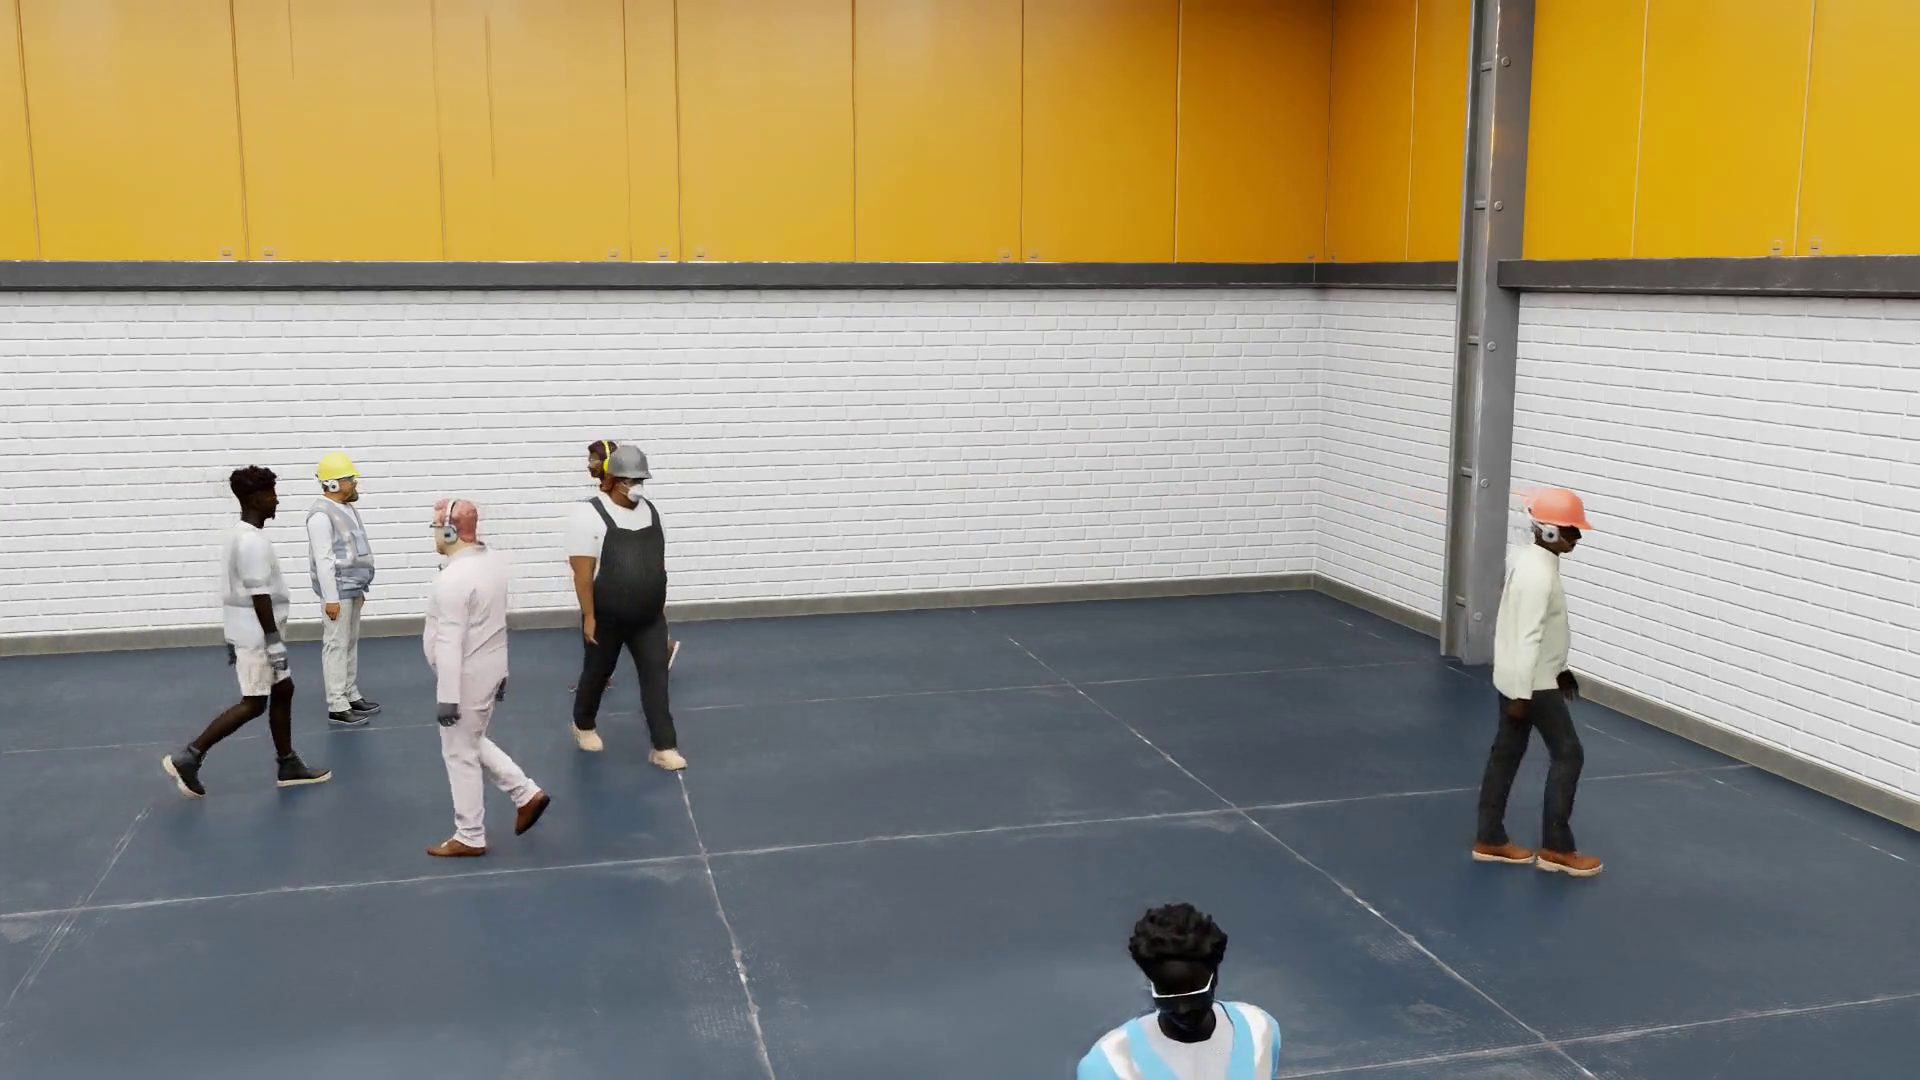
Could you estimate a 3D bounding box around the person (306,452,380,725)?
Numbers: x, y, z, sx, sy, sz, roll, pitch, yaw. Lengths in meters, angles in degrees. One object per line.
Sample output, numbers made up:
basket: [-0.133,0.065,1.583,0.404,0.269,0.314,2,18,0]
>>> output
person: [-4.167,0.322,11.249,0.404,1.837,0.593,-1,9,-4]

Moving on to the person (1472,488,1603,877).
person: [2.999,0.713,8.423,0.762,1.961,0.611,1,9,8]

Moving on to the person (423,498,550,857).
person: [-2.502,0.721,8.600,0.514,1.892,0.646,0,9,3]

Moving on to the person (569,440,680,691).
person: [-2.474,0.175,12.146,0.757,1.848,0.524,-3,10,-17]

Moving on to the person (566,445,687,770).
person: [-2.110,0.369,10.319,0.684,2.000,0.985,-7,12,-39]

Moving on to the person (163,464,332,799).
person: [-4.157,0.533,9.590,0.839,1.943,0.594,-5,10,-27]

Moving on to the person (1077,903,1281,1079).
person: [0.498,1.602,3.852,0.538,1.642,0.893,-3,10,-20]
